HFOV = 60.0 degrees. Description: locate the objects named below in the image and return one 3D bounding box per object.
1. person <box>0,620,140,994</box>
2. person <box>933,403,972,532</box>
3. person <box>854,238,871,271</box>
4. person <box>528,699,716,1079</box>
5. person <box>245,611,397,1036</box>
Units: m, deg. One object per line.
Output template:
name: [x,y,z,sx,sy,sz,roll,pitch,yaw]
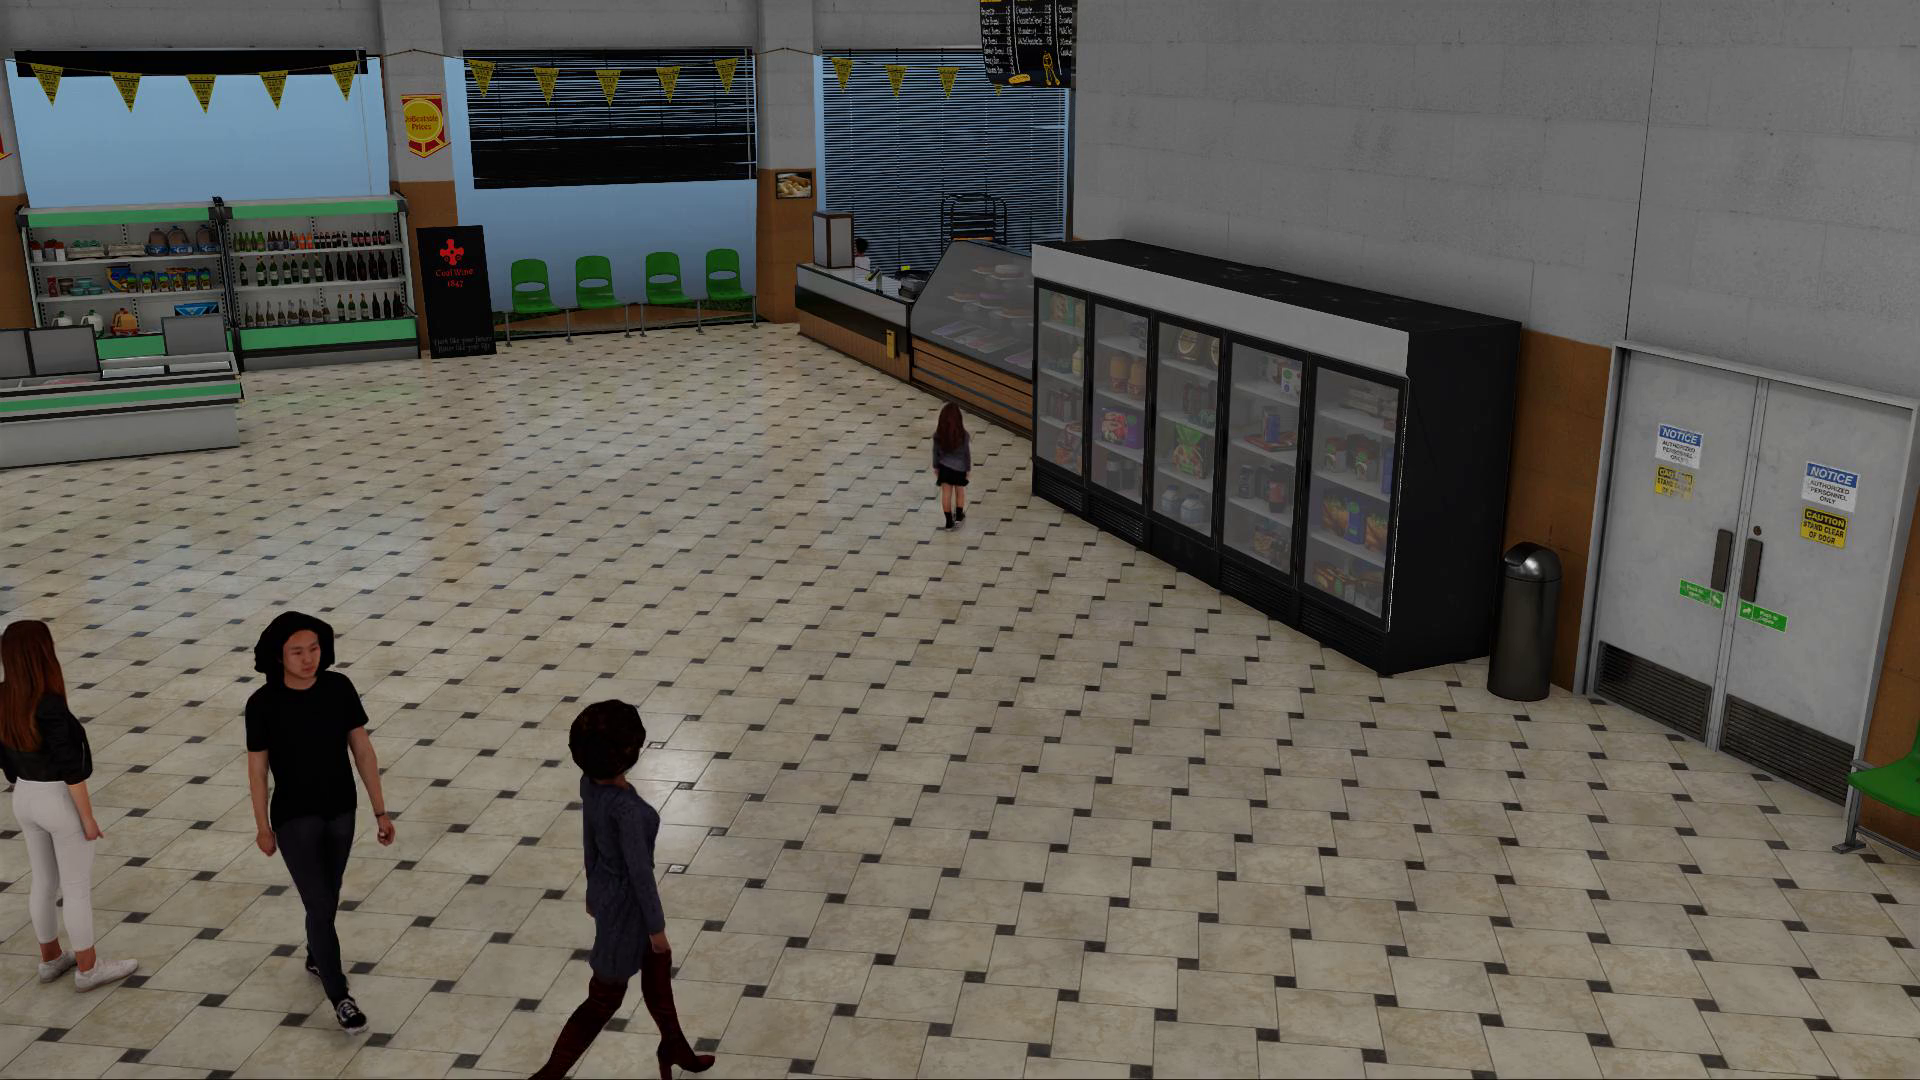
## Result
person: [-3.981,1.155,7.282,0.684,1.703,0.724,8,19,24]
person: [-0.077,-0.616,14.165,0.653,1.093,0.695,2,17,6]
person: [-1.436,-3.773,24.274,0.620,1.260,0.526,15,22,40]
person: [-1.368,1.457,6.334,1.097,1.677,0.670,-10,20,-30]
person: [-2.811,1.135,7.164,0.912,1.810,0.996,15,23,41]
